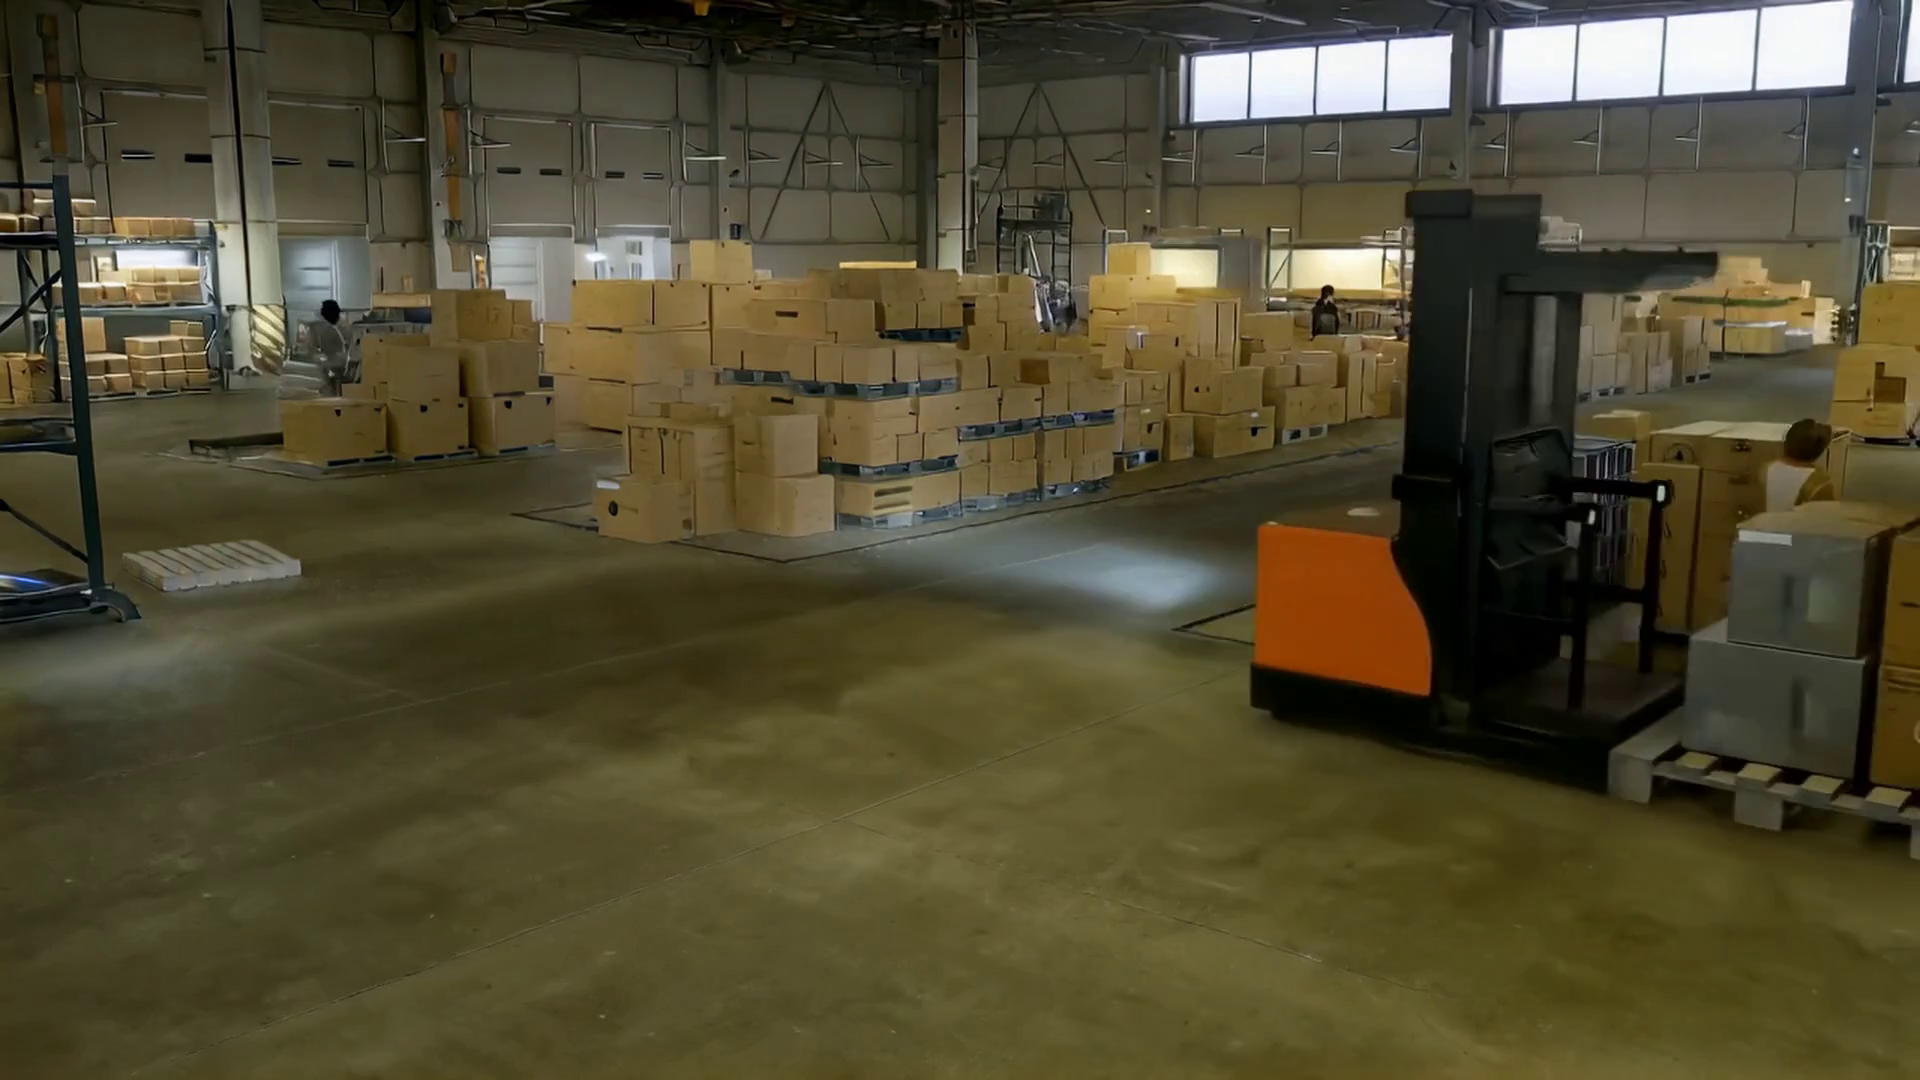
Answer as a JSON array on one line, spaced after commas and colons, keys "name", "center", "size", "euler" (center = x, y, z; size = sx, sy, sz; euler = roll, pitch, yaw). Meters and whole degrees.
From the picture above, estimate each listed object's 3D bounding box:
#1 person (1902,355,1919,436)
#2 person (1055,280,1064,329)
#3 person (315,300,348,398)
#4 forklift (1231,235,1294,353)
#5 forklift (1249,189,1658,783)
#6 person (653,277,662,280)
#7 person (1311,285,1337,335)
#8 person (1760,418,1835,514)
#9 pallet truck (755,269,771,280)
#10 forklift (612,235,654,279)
[{"name": "person", "center": [9.046, -1.107, 15.358], "size": [0.617, 1.946, 0.985], "euler": [2, 10, 13]}, {"name": "person", "center": [2.748, -6.464, 46.565], "size": [0.319, 1.697, 0.533], "euler": [-1, 10, -3]}, {"name": "person", "center": [-8.831, -2.428, 23.220], "size": [0.578, 1.823, 0.636], "euler": [-2, 10, -12]}, {"name": "forklift", "center": [6.310, -5.290, 36.513], "size": [1.873, 2.768, 1.129], "euler": [8, 13, 40]}, {"name": "forklift", "center": [2.583, -0.386, 8.590], "size": [1.873, 2.768, 1.129], "euler": [8, 13, 40]}, {"name": "person", "center": [-6.517, -4.725, 36.017], "size": [0.634, 1.930, 0.384], "euler": [-5, 11, -25]}, {"name": "person", "center": [6.180, -3.362, 28.259], "size": [0.380, 1.930, 0.624], "euler": [10, 14, 44]}, {"name": "person", "center": [4.616, 0.113, 9.366], "size": [0.789, 1.608, 0.507], "euler": [-4, 11, -23]}, {"name": "pallet truck", "center": [-4.996, -6.432, 45.525], "size": [1.885, 1.965, 0.823], "euler": [-6, 12, -32]}, {"name": "forklift", "center": [-7.300, -5.450, 37.421], "size": [1.873, 2.768, 1.129], "euler": [8, 13, 40]}]
